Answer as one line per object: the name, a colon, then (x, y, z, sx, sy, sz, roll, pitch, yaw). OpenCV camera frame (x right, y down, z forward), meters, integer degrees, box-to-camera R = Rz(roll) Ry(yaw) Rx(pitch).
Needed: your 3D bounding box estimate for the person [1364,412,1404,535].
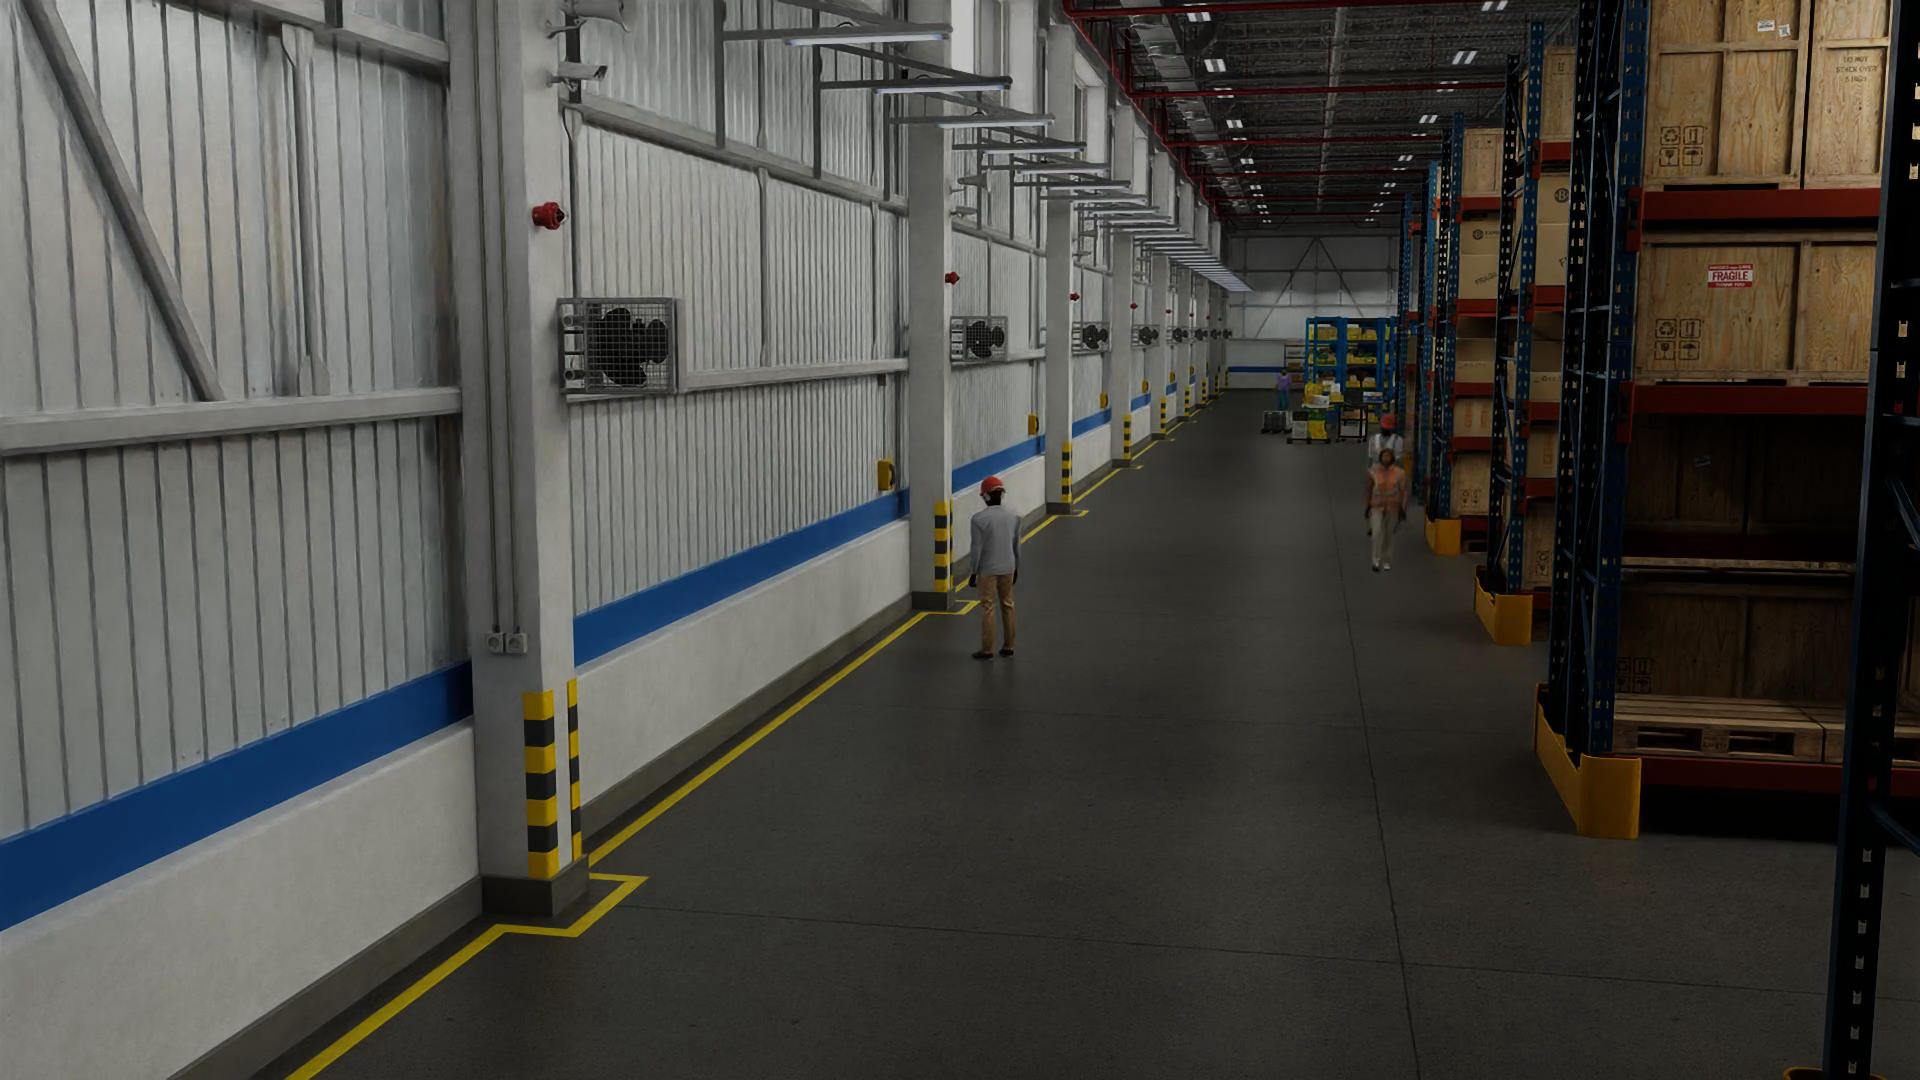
person: (6.541, -1.028, 25.541, 0.597, 1.897, 0.717, 5, 9, 33)

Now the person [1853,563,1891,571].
person: (7.596, 0.462, 13.386, 1.005, 1.943, 0.628, -2, 7, -13)

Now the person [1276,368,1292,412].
person: (11.917, -5.427, 61.120, 0.594, 1.798, 0.936, 0, 7, 1)

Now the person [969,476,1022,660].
person: (0.322, 0.262, 15.779, 0.560, 1.748, 0.330, -4, 8, -32)

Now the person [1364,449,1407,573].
person: (5.483, -0.371, 21.419, 0.541, 1.591, 0.831, 2, 7, 15)
